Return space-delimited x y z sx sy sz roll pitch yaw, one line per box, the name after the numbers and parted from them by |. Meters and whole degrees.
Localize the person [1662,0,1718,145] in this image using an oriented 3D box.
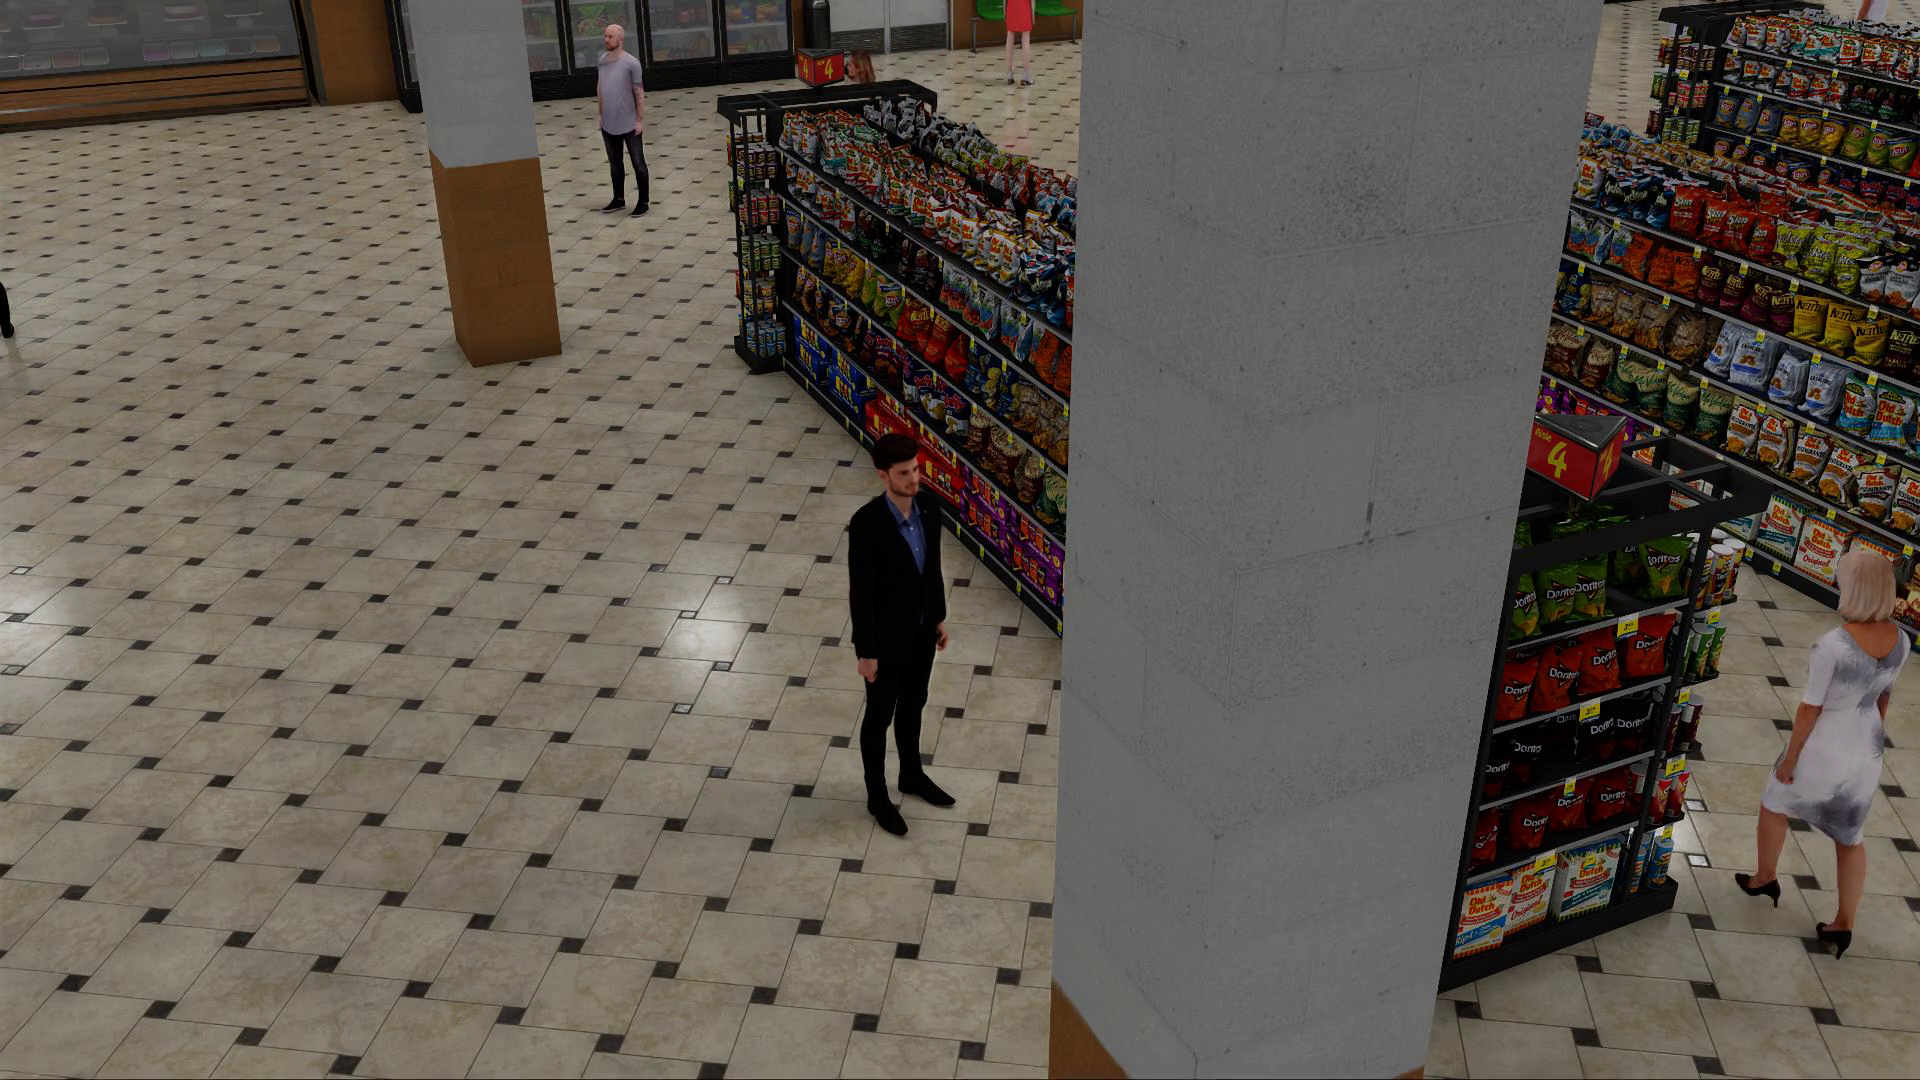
8.235 -5.151 18.483 0.865 1.731 0.881 -5 27 -9 | person

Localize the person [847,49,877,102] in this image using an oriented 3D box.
-0.789 -3.538 15.242 0.956 1.785 1.020 2 27 4 | person

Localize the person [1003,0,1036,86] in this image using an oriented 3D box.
0.769 -6.934 21.892 0.640 1.827 0.728 13 30 24 | person

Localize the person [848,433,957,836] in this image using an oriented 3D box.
-0.277 0.390 7.375 0.744 1.894 0.771 23 35 38 | person

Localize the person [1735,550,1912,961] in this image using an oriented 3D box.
3.486 0.898 6.564 0.721 1.722 0.854 -3 27 -6 | person

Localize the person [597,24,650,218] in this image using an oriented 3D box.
-3.325 -4.125 16.341 0.738 1.838 0.822 12 29 23 | person

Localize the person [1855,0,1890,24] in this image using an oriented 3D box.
11.598 -6.564 21.214 0.642 1.781 0.572 -14 30 -25 | person
